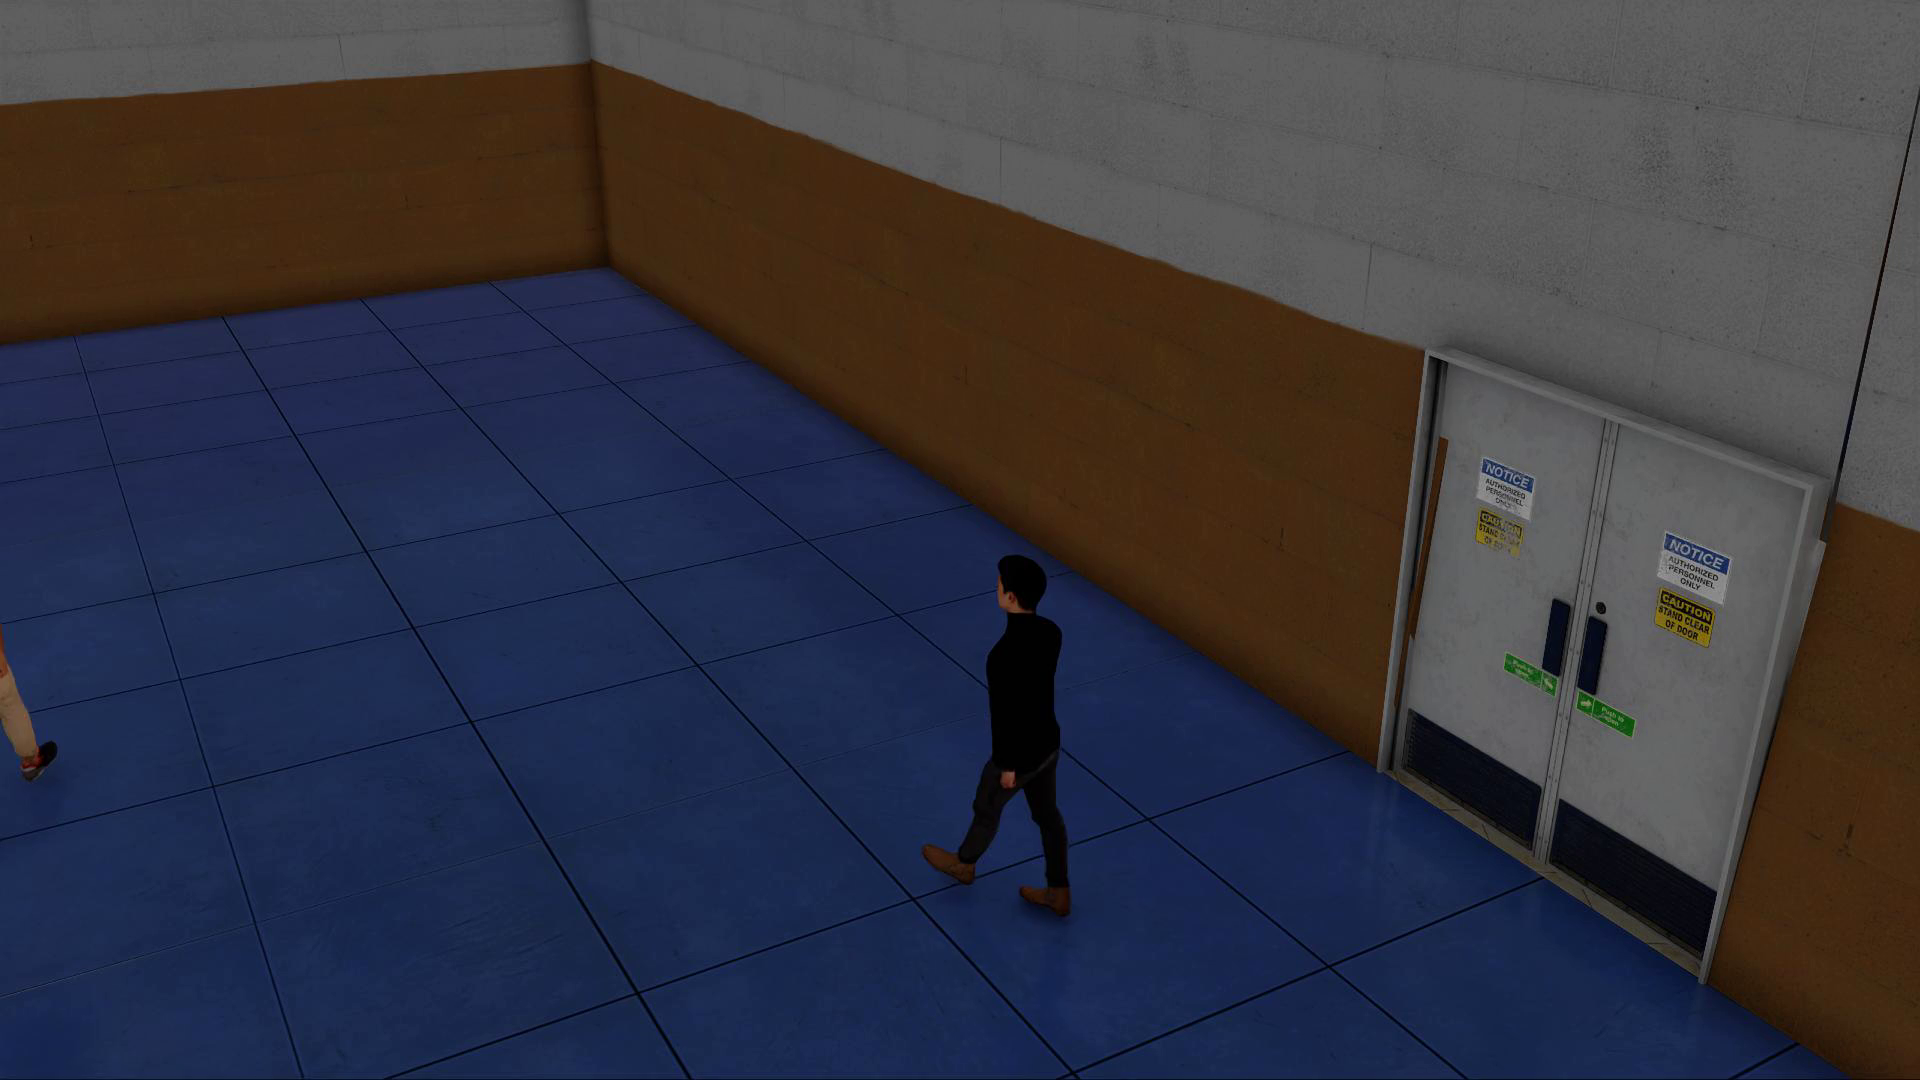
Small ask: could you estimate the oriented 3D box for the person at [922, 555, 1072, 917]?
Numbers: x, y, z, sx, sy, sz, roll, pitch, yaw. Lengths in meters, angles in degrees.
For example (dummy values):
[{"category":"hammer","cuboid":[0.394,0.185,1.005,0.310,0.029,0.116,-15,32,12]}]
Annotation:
[{"category":"person","cuboid":[0.341,0.907,7.296,0.977,1.692,1.049,16,28,32]}]
